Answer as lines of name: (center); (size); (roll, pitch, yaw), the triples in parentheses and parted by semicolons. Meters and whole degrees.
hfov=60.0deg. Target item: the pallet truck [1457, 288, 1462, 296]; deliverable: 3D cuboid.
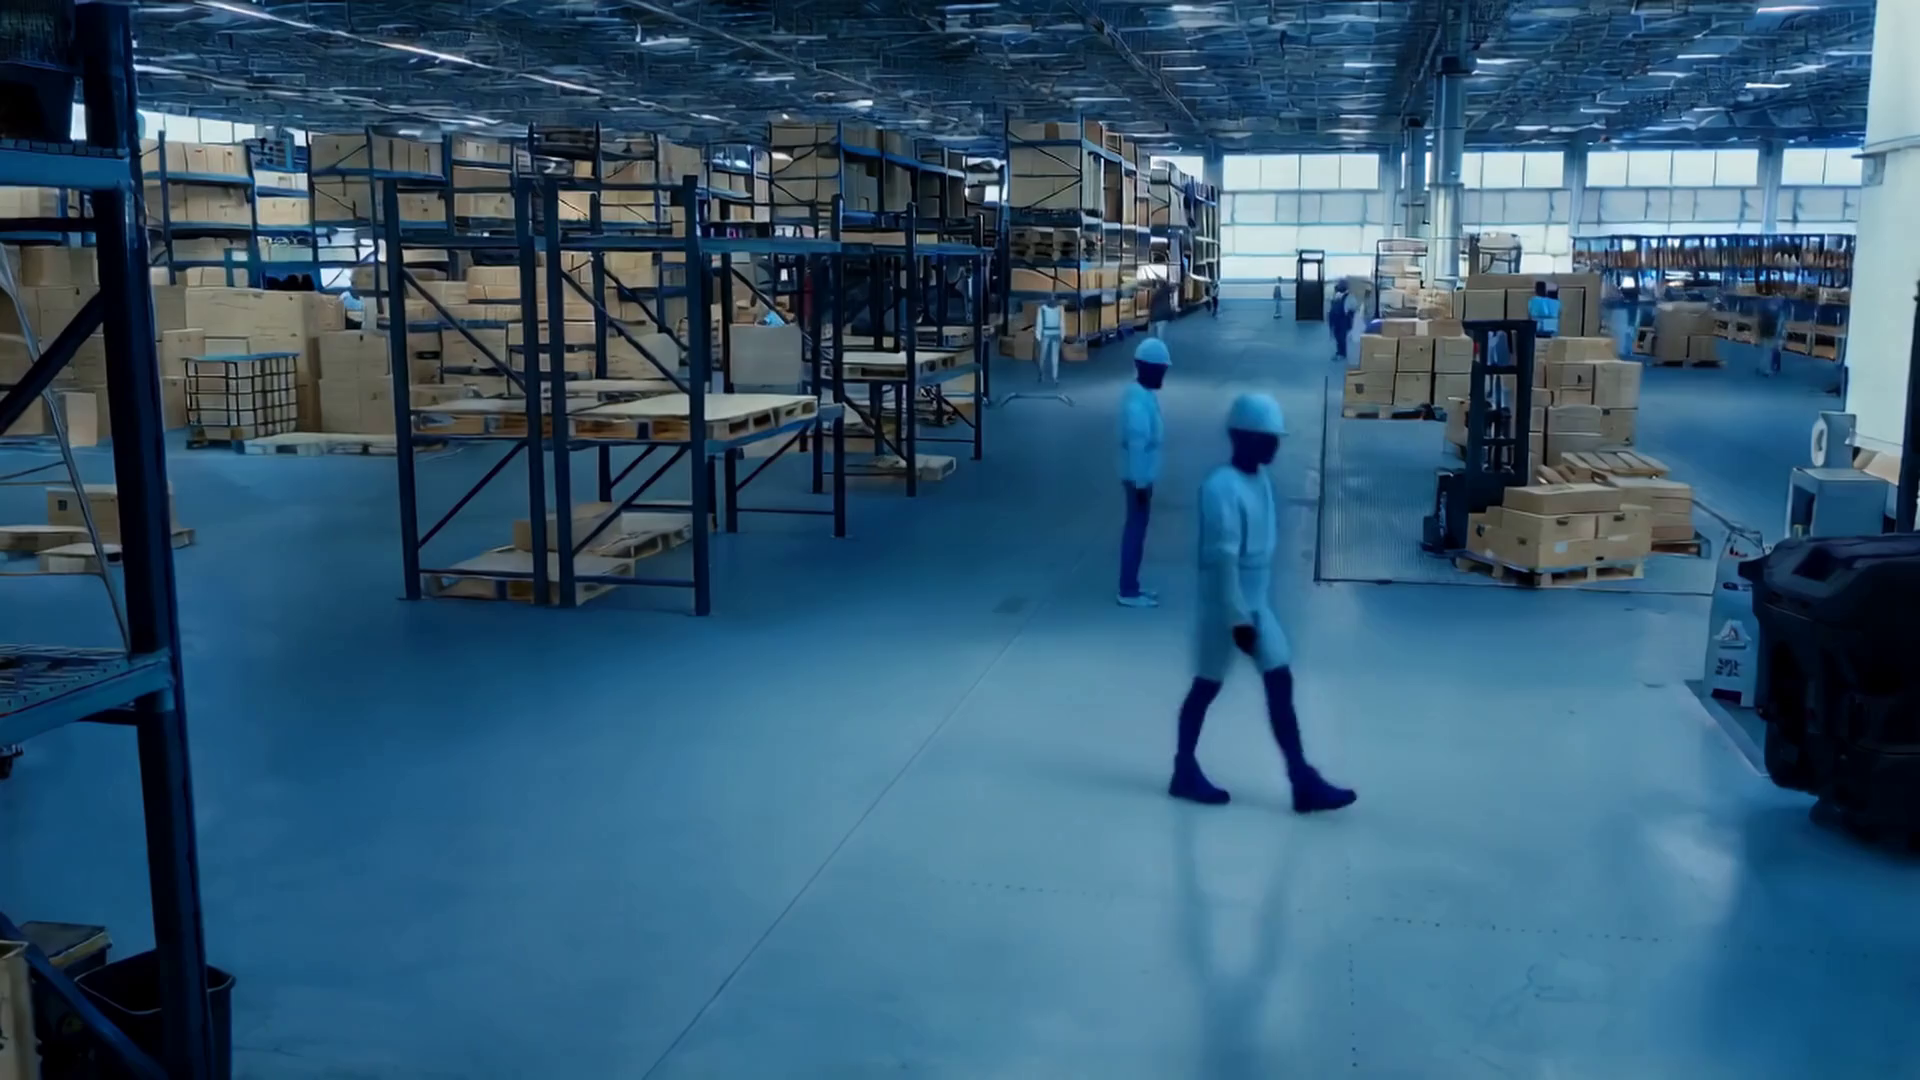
pallet truck: (20.506, -9.785, 68.819); (0.653, 1.274, 1.630); (2, 10, 12)

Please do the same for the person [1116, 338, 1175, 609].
person: (1.321, -0.475, 11.888); (0.408, 1.918, 0.631); (1, 10, 8)

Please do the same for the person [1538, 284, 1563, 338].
person: (13.033, -4.694, 36.799); (0.551, 1.933, 0.369); (-4, 10, -21)

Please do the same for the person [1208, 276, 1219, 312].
person: (11.905, -11.575, 78.254); (0.532, 1.696, 0.318); (0, 10, 3)

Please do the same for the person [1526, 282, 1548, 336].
person: (13.213, -4.909, 37.979); (0.607, 1.966, 0.367); (8, 12, 39)

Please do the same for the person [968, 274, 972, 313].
person: (0.588, -11.353, 76.532); (0.600, 1.830, 0.404); (-2, 10, -13)

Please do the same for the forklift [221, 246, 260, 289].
forklift: (-20.027, -6.792, 46.428); (1.129, 2.768, 1.873); (2, 10, 12)

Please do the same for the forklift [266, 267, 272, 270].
forklift: (-23.694, -8.645, 57.399); (1.873, 2.768, 1.129); (-2, 10, -12)

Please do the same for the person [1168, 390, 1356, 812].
person: (1.326, 0.299, 7.345); (0.945, 1.894, 0.555); (8, 13, 40)

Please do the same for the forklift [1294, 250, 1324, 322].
forklift: (13.778, -10.002, 65.433); (1.129, 2.768, 1.873); (2, 10, 12)

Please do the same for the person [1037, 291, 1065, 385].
person: (1.785, -4.002, 32.963); (0.573, 1.858, 0.874); (-1, 10, -7)

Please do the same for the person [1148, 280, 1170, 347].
person: (4.974, -5.458, 41.237); (0.625, 1.975, 0.742); (8, 13, 41)

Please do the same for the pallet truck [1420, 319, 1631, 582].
pallet truck: (4.543, -0.757, 13.299); (0.823, 1.965, 1.885); (-4, 10, -22)

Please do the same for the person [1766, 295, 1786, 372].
person: (17.941, -4.530, 36.560); (0.320, 1.693, 0.537); (1, 10, 3)

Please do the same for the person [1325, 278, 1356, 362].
person: (9.166, -5.342, 40.323); (0.952, 2.000, 0.691); (-7, 12, -35)

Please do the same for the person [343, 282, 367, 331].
person: (-15.027, -5.449, 41.356); (0.590, 1.910, 0.389); (-8, 12, -39)

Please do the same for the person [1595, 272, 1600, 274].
person: (33.863, -13.339, 88.281); (0.402, 1.836, 0.565); (-1, 10, -6)

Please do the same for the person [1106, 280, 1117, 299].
person: (6.477, -10.484, 71.078); (0.548, 1.937, 0.379); (-3, 10, -20)

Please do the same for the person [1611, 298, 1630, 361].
person: (15.040, -4.680, 37.734); (0.509, 1.581, 0.860); (-9, 13, -43)

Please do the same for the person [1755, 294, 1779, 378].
person: (16.893, -4.257, 34.753); (0.530, 1.755, 0.400); (-7, 12, -35)

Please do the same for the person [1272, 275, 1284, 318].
person: (13.434, -10.287, 70.263); (0.403, 1.826, 0.594); (-4, 11, -25)

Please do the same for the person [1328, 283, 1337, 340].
person: (11.604, -7.046, 51.304); (0.521, 1.739, 0.795); (3, 10, 17)

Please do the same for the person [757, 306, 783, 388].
person: (-3.650, -3.701, 31.898); (0.547, 1.590, 0.849); (0, 10, -3)
